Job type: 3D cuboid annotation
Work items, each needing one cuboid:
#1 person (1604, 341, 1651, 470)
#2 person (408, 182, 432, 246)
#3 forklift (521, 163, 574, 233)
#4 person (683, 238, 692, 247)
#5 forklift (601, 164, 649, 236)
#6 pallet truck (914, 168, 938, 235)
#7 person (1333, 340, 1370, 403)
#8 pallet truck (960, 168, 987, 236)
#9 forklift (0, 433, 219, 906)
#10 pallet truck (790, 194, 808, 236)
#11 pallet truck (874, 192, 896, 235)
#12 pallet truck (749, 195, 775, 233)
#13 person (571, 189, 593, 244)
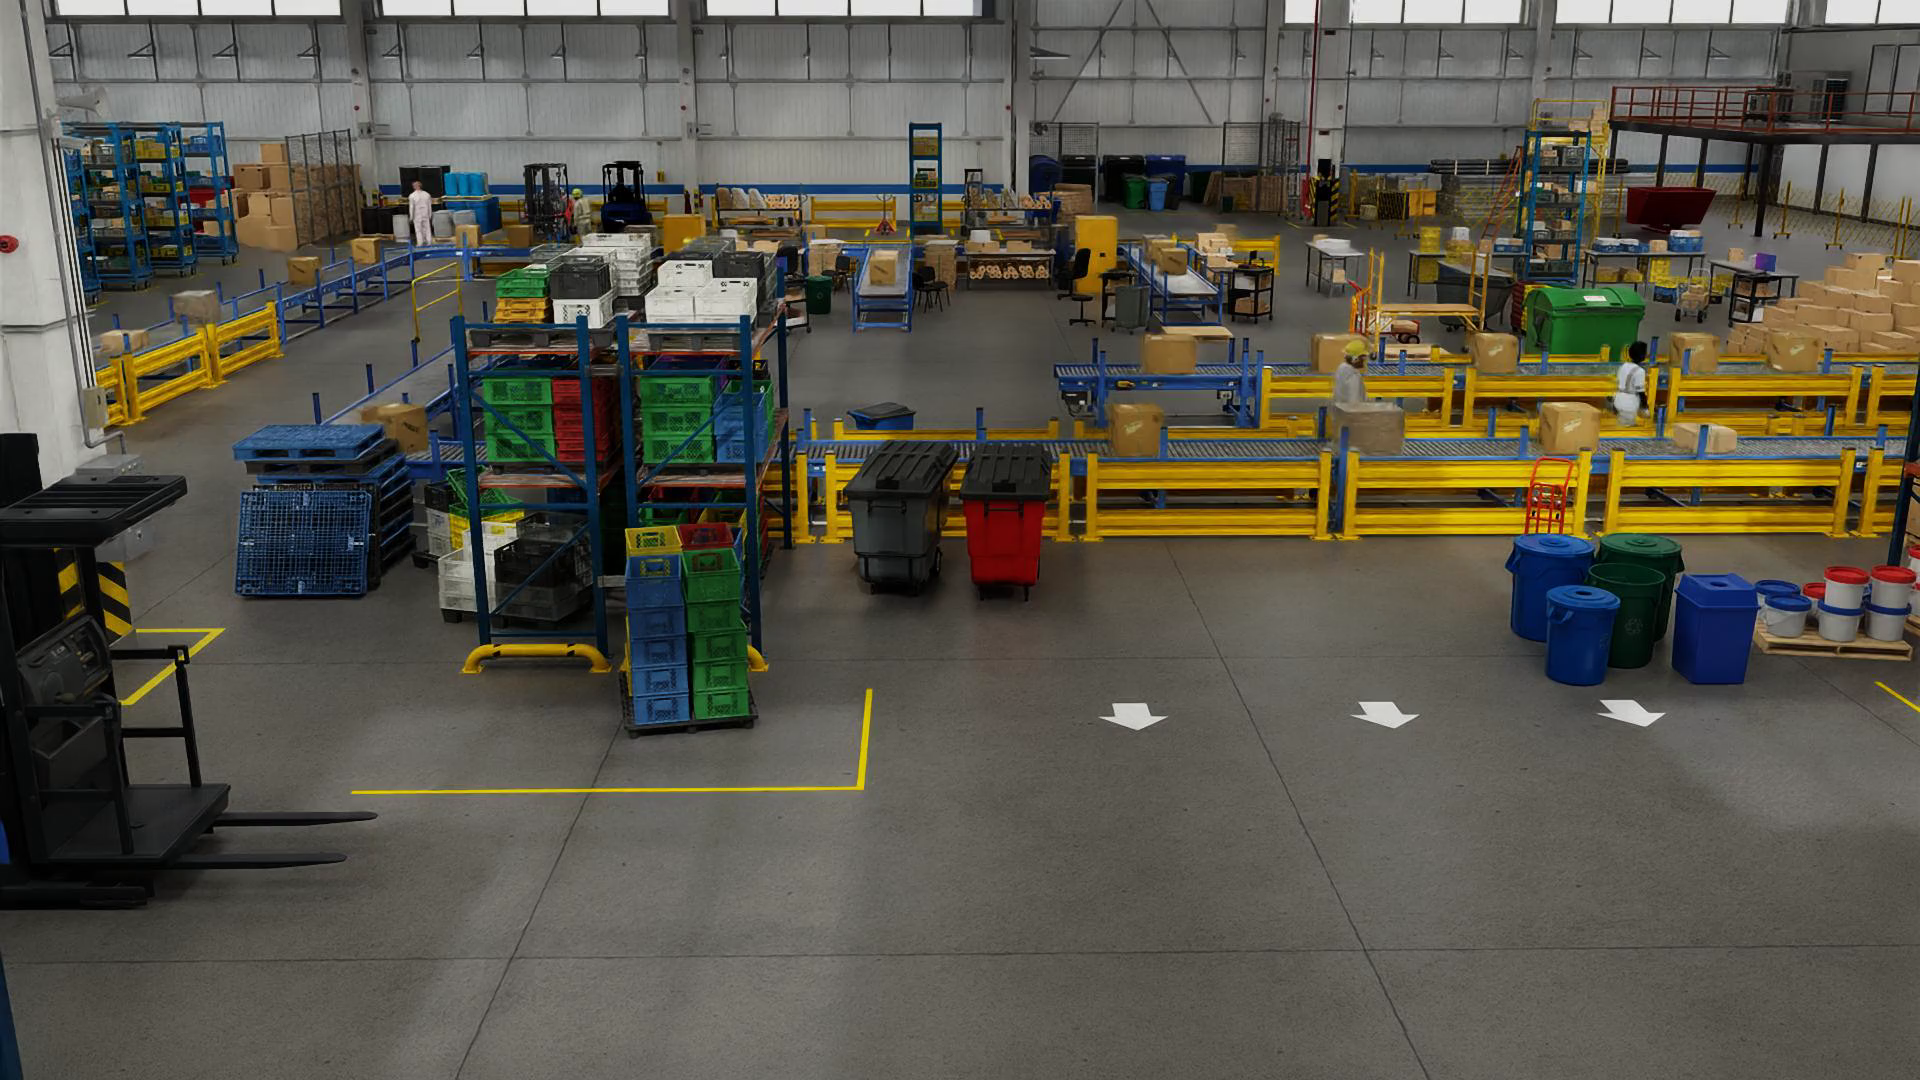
[{"bbox_3d":[8.566,-1.679,21.056,0.756,1.667,0.547,0,16,2],"label":"person"},{"bbox_3d":[-14.856,-8.891,45.761,0.397,1.892,0.692,14,21,39],"label":"person"},{"bbox_3d":[-12.233,-10.122,49.298,1.157,1.987,2.680,0,16,-1],"label":"forklift"},{"bbox_3d":[-5.378,-5.101,32.854,0.547,1.717,0.877,-11,19,-33],"label":"person"},{"bbox_3d":[-9.948,-10.127,49.296,1.157,1.987,2.680,-1,16,-3],"label":"forklift"},{"bbox_3d":[-0.989,-10.316,50.507,0.823,1.965,1.885,1,16,3],"label":"pallet truck"},{"bbox_3d":[4.748,-1.543,20.329,0.428,1.821,0.592,0,16,1],"label":"person"},{"bbox_3d":[0.383,-10.230,50.206,0.823,1.965,1.885,-1,16,-3],"label":"pallet truck"},{"bbox_3d":[-5.952,0.780,10.366,1.873,2.768,1.129,0,16,-1],"label":"forklift"},{"bbox_3d":[-4.814,-9.883,50.259,0.704,1.261,1.522,-1,16,-3],"label":"pallet truck"},{"bbox_3d":[-2.277,-9.986,50.594,0.653,1.274,1.630,0,16,-1],"label":"pallet truck"},{"bbox_3d":[-6.051,-9.967,50.660,0.680,1.201,1.601,0,16,-1],"label":"pallet truck"},{"bbox_3d":[-10.147,-8.579,44.861,0.405,1.792,0.735,8,18,26],"label":"person"}]
